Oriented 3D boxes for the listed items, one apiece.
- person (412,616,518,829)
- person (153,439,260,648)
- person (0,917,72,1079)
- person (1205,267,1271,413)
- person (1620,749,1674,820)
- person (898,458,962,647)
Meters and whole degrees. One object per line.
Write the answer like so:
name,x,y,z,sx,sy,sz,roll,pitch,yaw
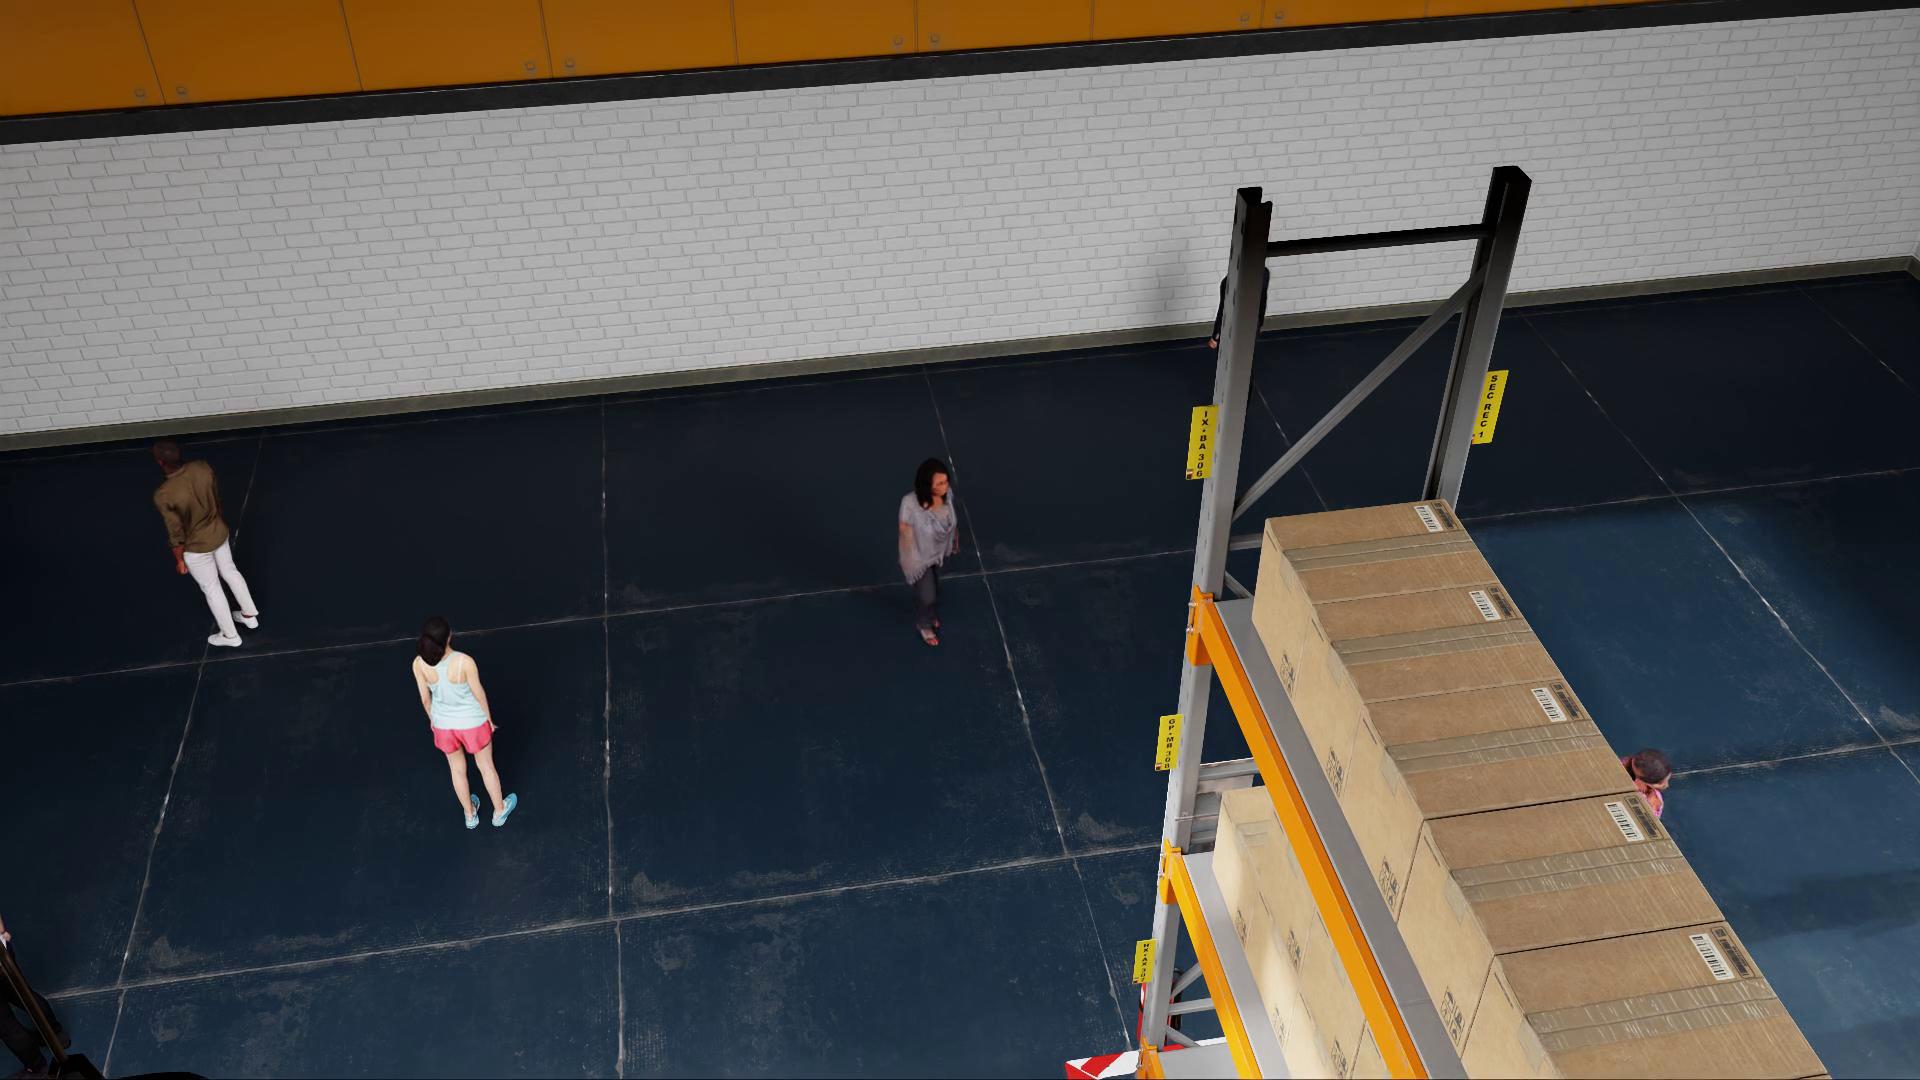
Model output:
person,-3.242,1.182,10.807,0.619,1.764,0.622,1,39,1
person,-5.563,0.008,12.228,0.864,1.825,0.724,13,40,16
person,-5.425,2.370,9.240,0.767,1.863,0.526,-1,39,-1
person,2.439,-1.867,14.585,0.753,1.814,0.704,-18,42,-21
person,3.849,1.860,10.041,1.147,1.659,1.048,24,44,27
person,-0.296,0.018,12.402,0.791,1.593,0.838,-30,47,-32
